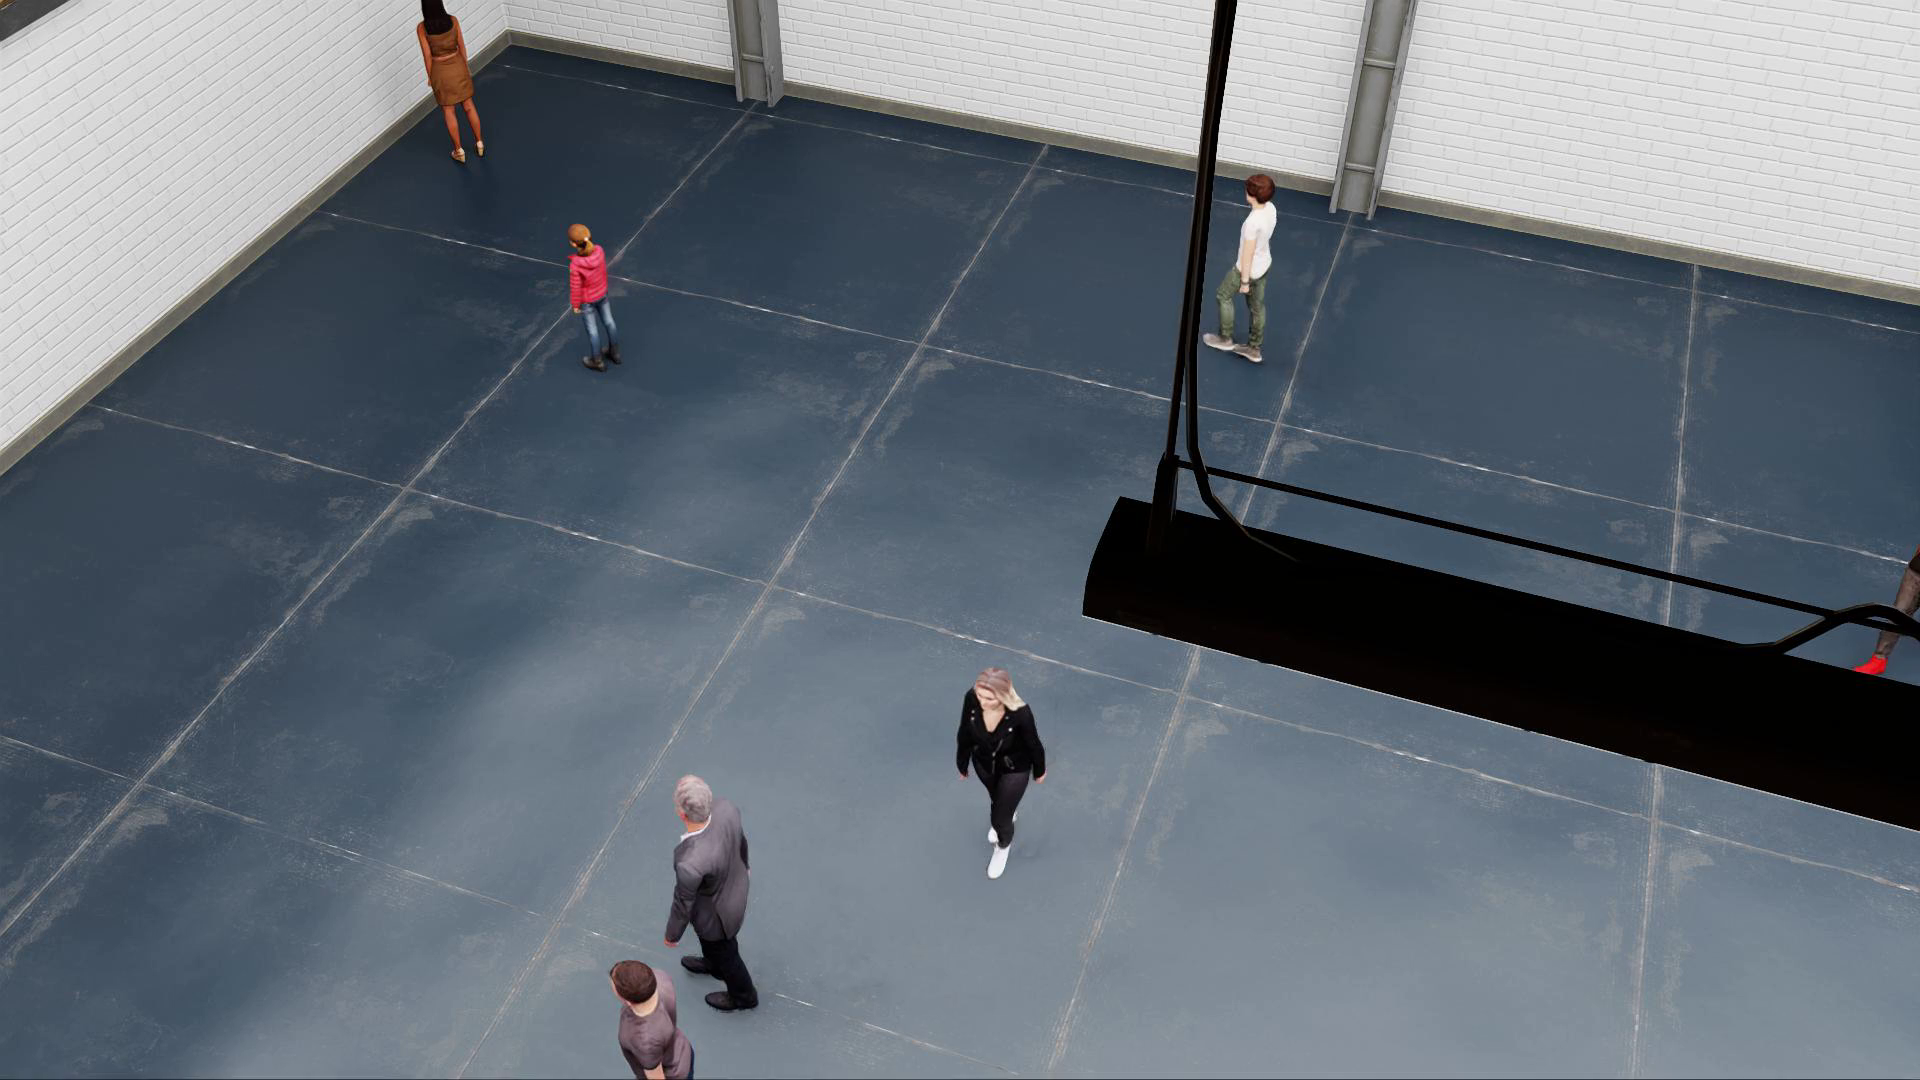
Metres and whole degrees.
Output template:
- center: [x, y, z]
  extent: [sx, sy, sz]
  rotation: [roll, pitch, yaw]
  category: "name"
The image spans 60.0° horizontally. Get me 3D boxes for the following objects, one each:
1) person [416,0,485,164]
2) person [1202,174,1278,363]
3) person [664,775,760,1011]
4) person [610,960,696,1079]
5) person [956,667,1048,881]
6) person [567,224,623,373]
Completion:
- center: [-4.732, -4.306, 15.399]
  extent: [0.648, 1.688, 0.671]
  rotation: [-27, 50, -26]
  category: "person"
- center: [2.369, -2.107, 13.127]
  extent: [0.837, 1.637, 0.705]
  rotation: [29, 51, 27]
  category: "person"
- center: [-1.220, 1.915, 8.774]
  extent: [0.793, 1.818, 0.812]
  rotation: [8, 44, 8]
  category: "person"
- center: [-1.428, 2.566, 8.065]
  extent: [0.697, 1.853, 0.728]
  rotation: [-2, 44, -2]
  category: "person"
- center: [0.265, 1.254, 9.588]
  extent: [0.719, 1.653, 0.758]
  rotation: [21, 47, 21]
  category: "person"
- center: [-2.886, -1.928, 13.173]
  extent: [0.606, 1.316, 0.590]
  rotation: [30, 51, 28]
  category: "person"
